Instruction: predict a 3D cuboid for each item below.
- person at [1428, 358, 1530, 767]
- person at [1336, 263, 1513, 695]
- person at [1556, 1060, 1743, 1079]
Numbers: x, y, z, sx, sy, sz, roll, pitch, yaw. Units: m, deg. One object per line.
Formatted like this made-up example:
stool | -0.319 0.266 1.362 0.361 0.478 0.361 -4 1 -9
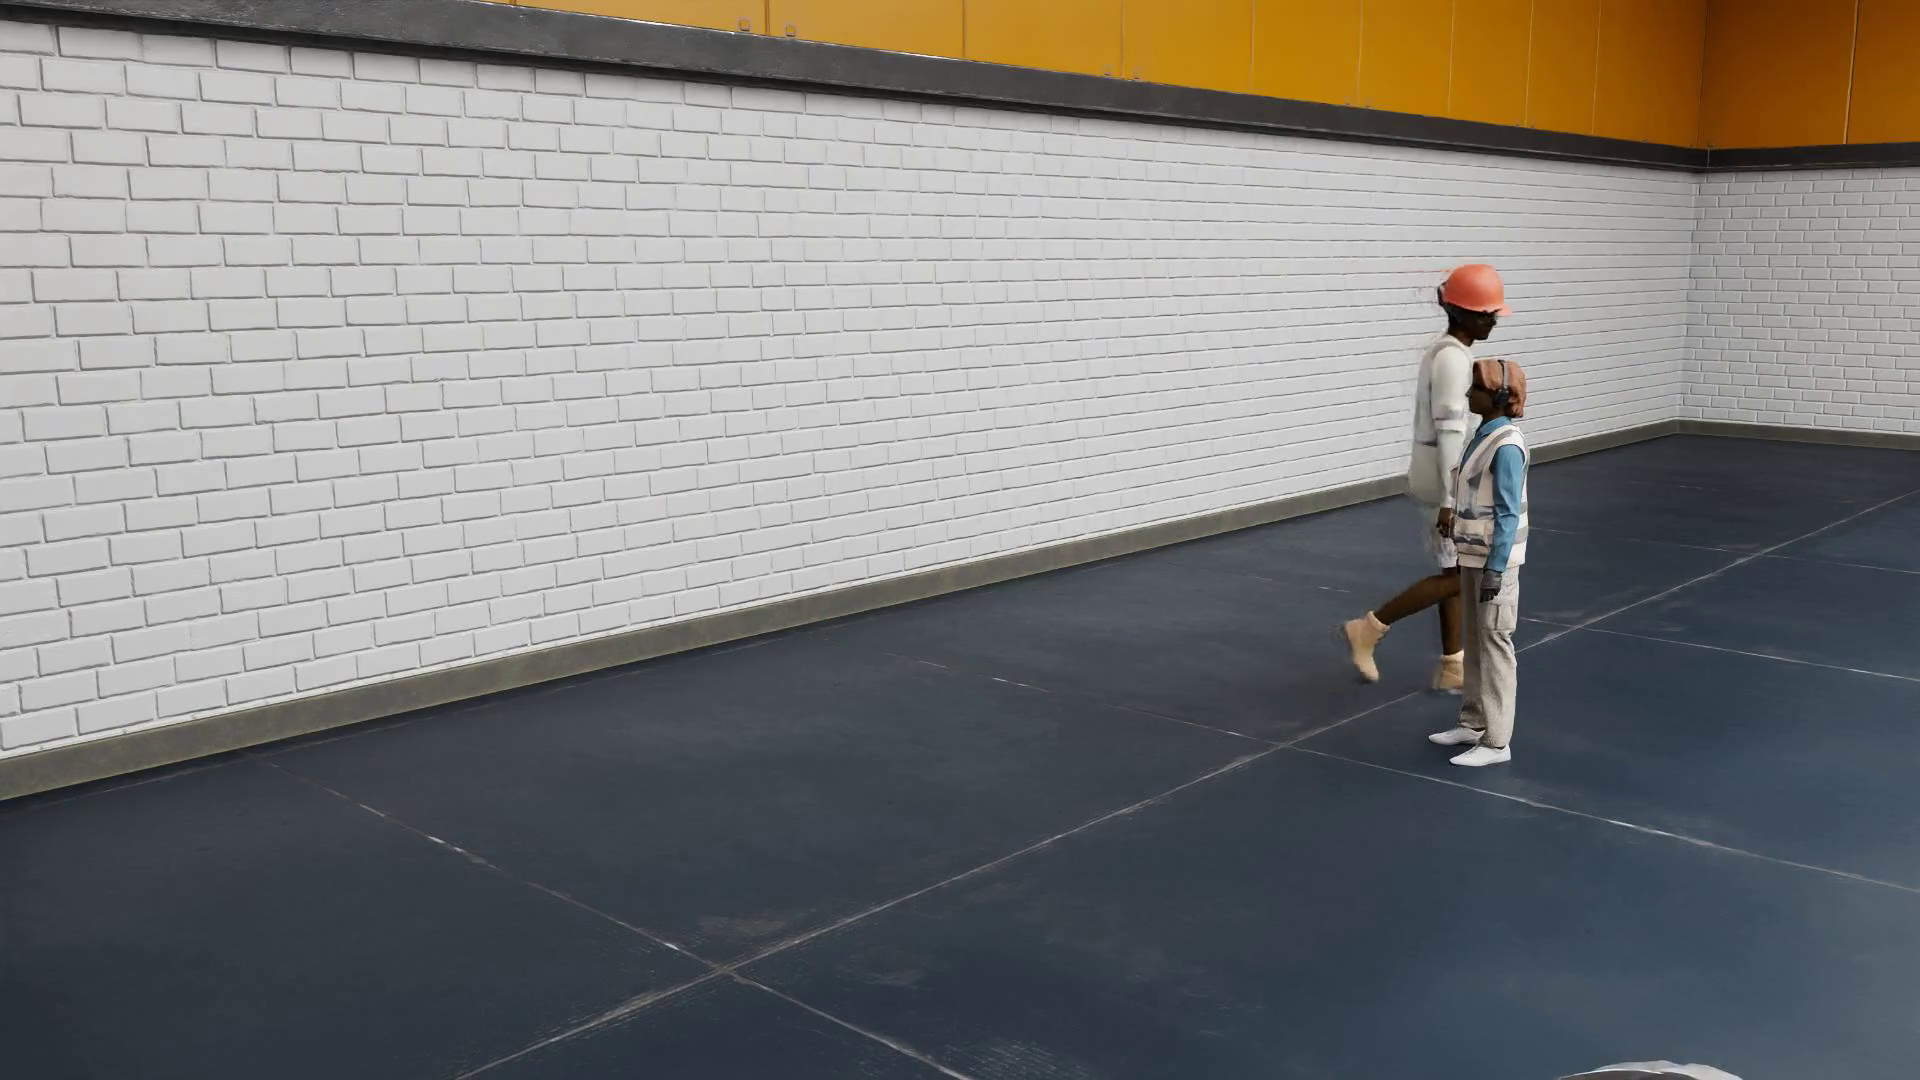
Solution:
person | 2.122 0.089 6.704 0.307 1.645 0.513 0 10 2
person | 2.164 -0.249 7.596 0.691 2.013 0.624 3 10 17
person | 0.328 0.973 0.984 0.585 1.882 0.337 -9 14 -42
